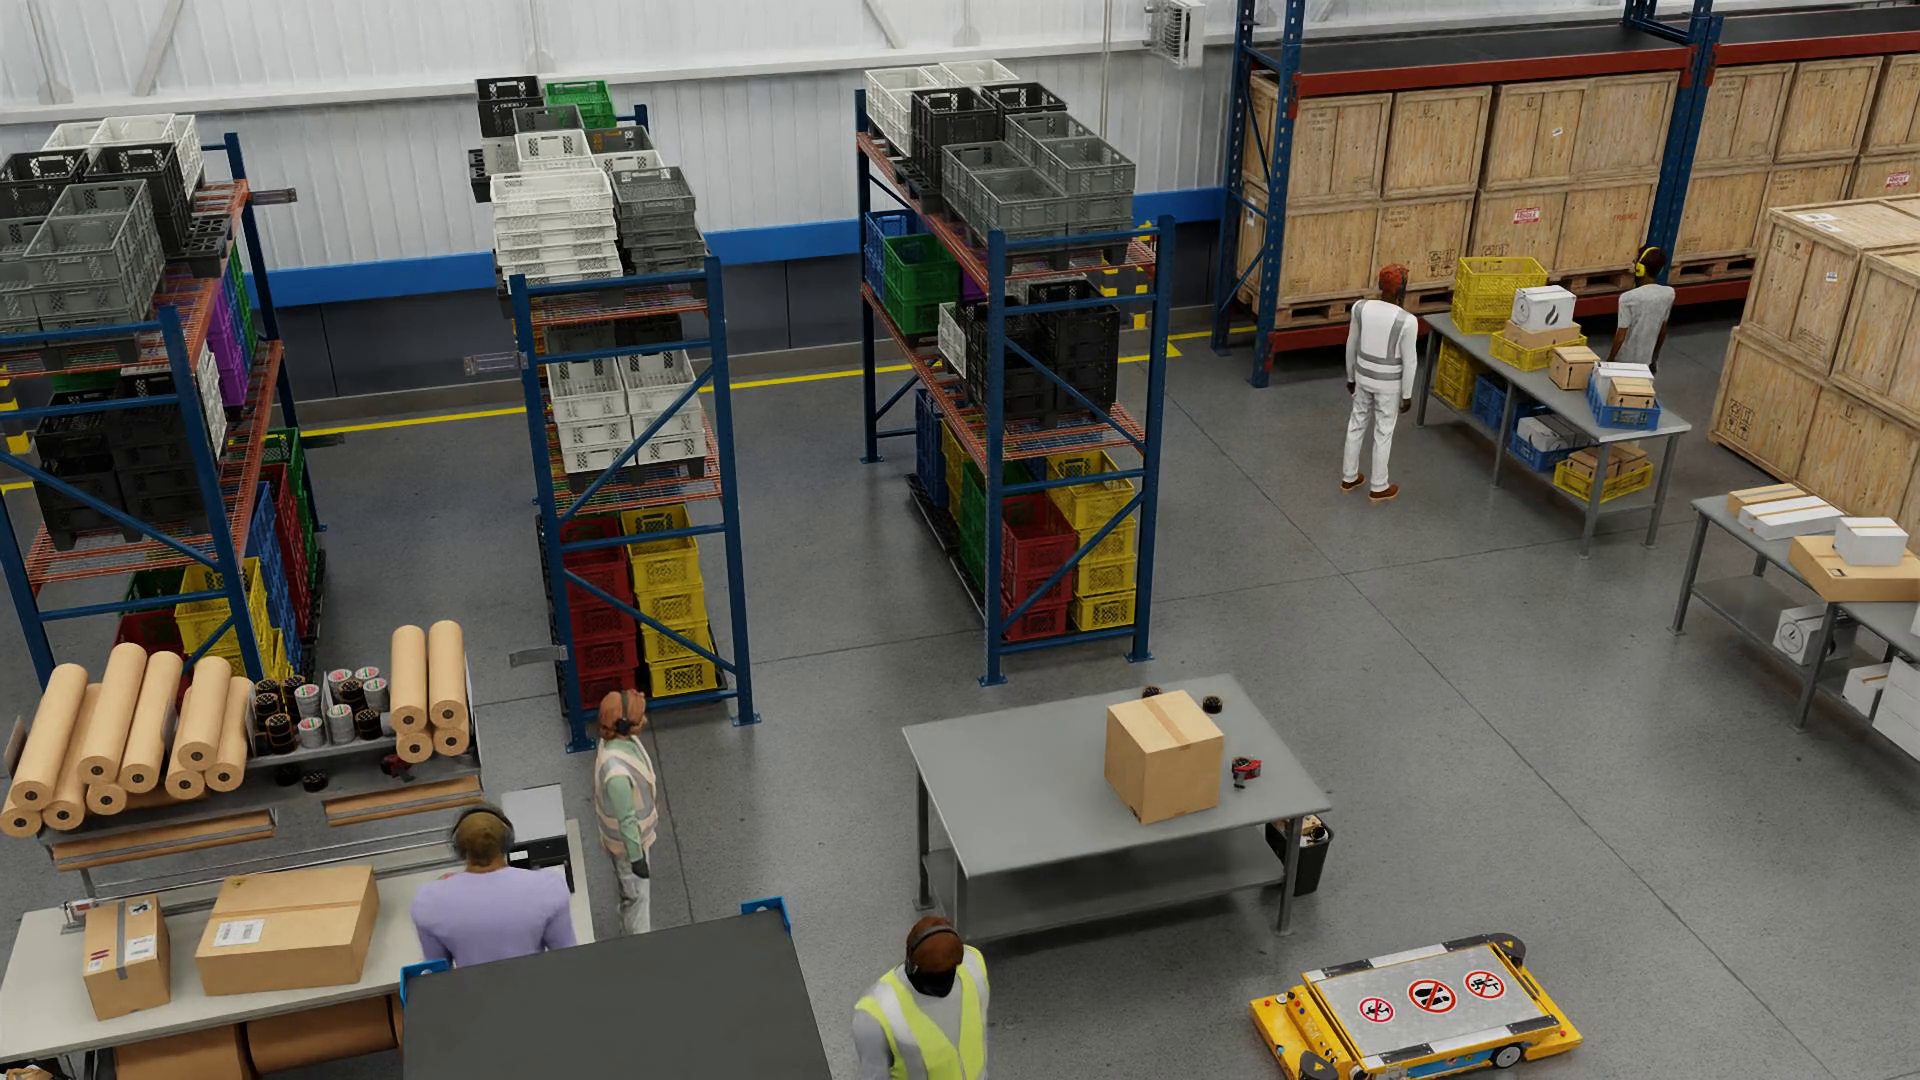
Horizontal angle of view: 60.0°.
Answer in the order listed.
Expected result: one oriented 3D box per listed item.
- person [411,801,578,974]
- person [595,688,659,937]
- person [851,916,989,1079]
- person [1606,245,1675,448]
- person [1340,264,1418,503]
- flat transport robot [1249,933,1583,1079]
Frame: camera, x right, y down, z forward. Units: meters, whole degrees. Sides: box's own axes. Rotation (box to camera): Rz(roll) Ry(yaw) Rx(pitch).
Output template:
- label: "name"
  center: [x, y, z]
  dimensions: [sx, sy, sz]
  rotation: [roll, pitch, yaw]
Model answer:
- label: "person"
  center: [-1.883, 1.913, 6.950]
  dimensions: [0.626, 1.931, 0.375]
  rotation: [-5, 29, -9]
- label: "person"
  center: [-1.600, 1.433, 8.120]
  dimensions: [0.325, 1.631, 0.517]
  rotation: [-4, 29, -8]
- label: "person"
  center: [-0.111, 2.208, 6.503]
  dimensions: [0.619, 1.839, 0.430]
  rotation: [-23, 36, -35]
- label: "person"
  center: [5.254, -1.403, 13.041]
  dimensions: [0.532, 1.867, 0.316]
  rotation: [-10, 30, -17]
- label: "person"
  center: [3.189, -1.190, 12.636]
  dimensions: [0.350, 1.882, 0.583]
  rotation: [-26, 38, -38]
- label: "flat transport robot"
  center: [2.184, 2.282, 7.980]
  dimensions: [1.431, 0.197, 0.652]
  rotation: [-8, 30, -14]
